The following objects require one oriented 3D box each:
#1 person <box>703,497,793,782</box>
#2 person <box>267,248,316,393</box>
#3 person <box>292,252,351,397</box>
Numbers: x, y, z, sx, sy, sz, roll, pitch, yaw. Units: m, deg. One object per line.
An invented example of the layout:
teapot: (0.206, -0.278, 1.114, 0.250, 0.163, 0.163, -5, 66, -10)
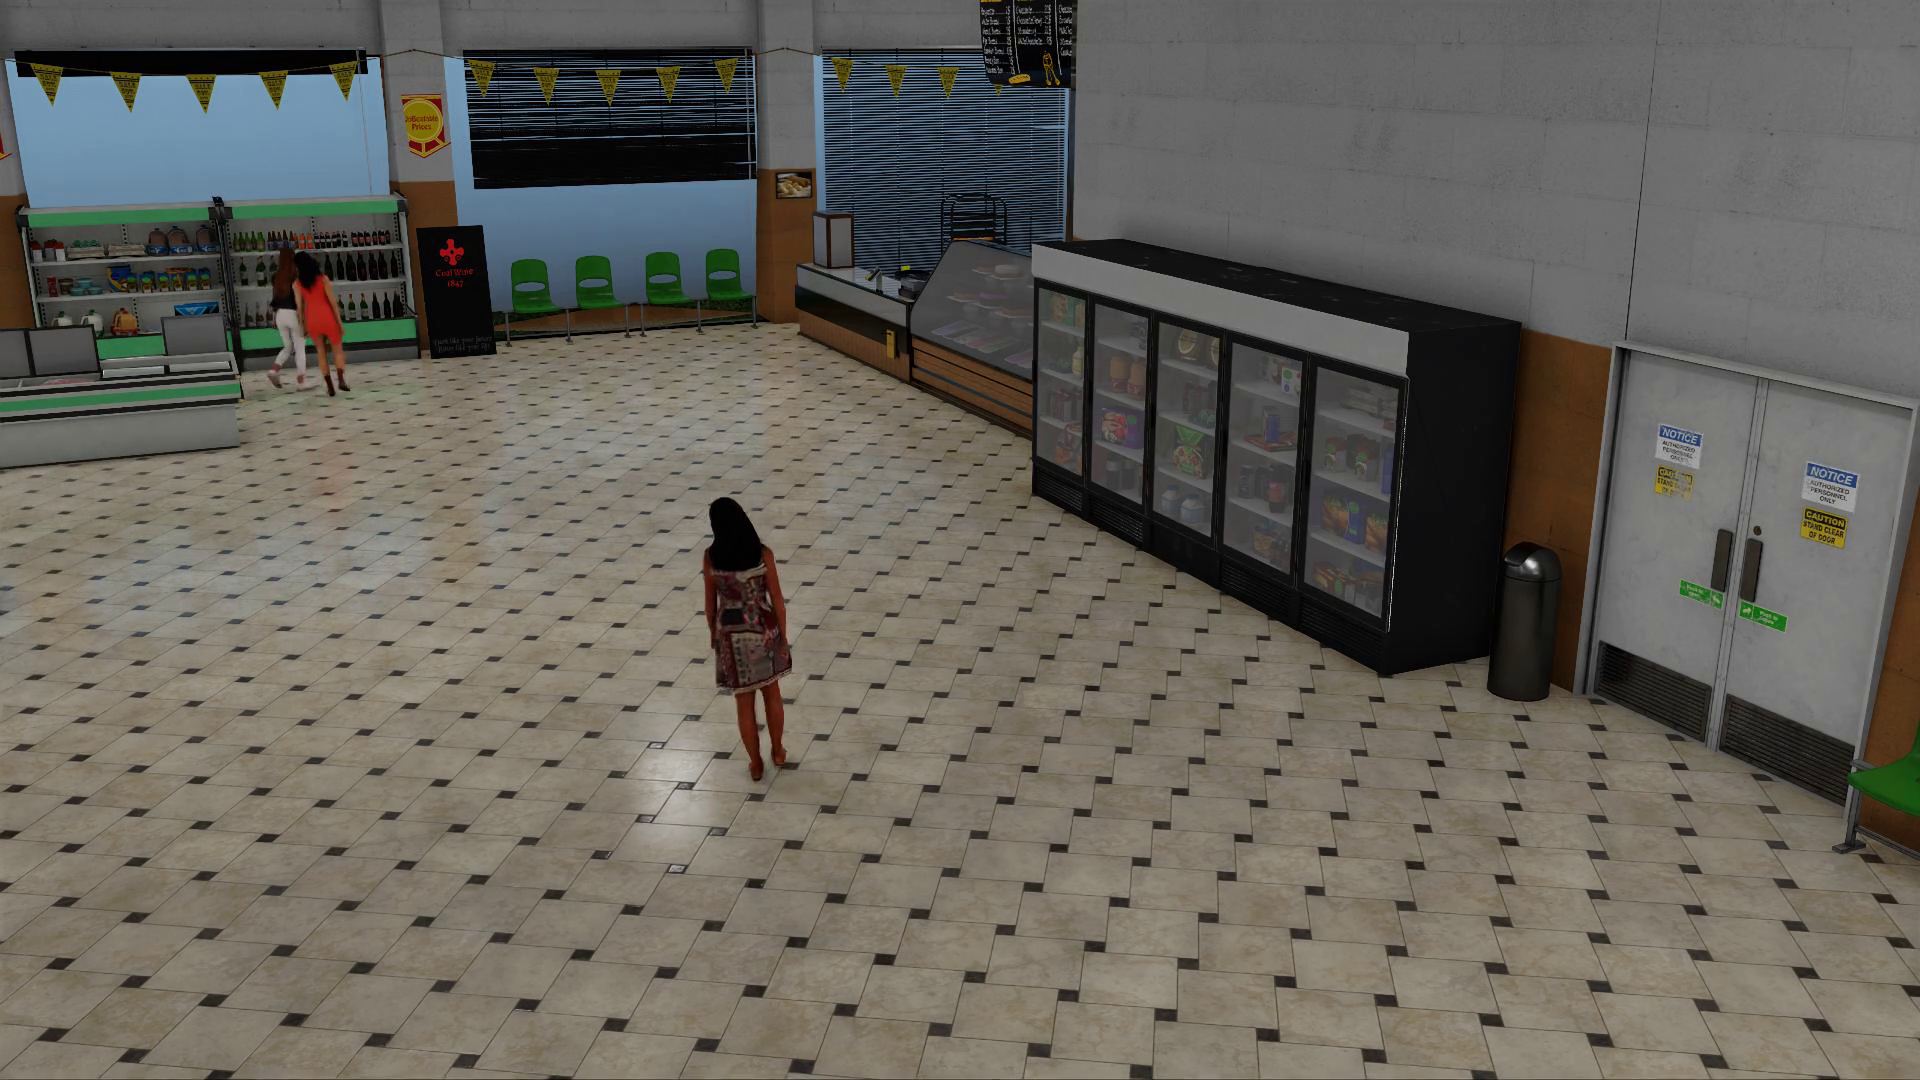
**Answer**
person: (-1.187, 0.568, 9.369, 0.727, 1.614, 0.810, 3, 17, 9)
person: (-7.936, -2.562, 19.554, 0.886, 1.687, 0.955, 9, 19, 27)
person: (-7.404, -2.484, 19.313, 0.628, 1.677, 0.798, 1, 17, 2)
